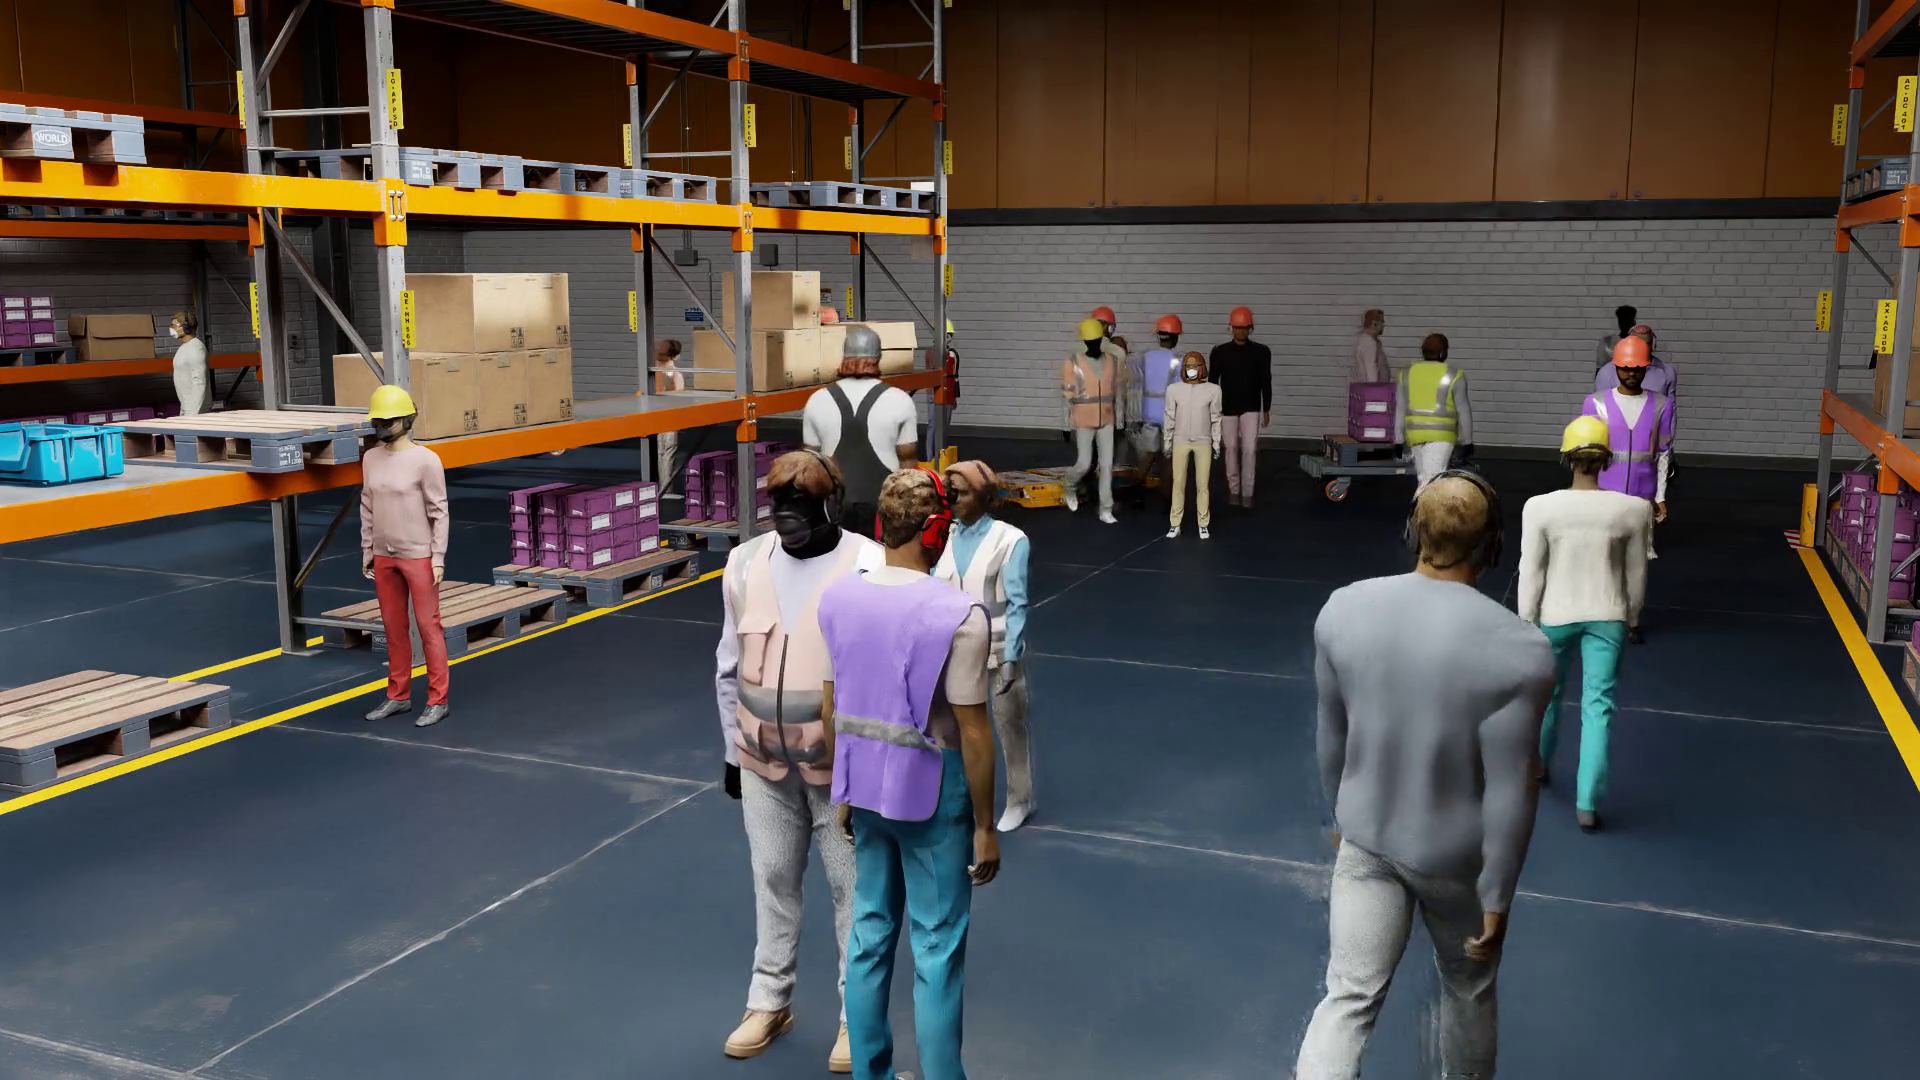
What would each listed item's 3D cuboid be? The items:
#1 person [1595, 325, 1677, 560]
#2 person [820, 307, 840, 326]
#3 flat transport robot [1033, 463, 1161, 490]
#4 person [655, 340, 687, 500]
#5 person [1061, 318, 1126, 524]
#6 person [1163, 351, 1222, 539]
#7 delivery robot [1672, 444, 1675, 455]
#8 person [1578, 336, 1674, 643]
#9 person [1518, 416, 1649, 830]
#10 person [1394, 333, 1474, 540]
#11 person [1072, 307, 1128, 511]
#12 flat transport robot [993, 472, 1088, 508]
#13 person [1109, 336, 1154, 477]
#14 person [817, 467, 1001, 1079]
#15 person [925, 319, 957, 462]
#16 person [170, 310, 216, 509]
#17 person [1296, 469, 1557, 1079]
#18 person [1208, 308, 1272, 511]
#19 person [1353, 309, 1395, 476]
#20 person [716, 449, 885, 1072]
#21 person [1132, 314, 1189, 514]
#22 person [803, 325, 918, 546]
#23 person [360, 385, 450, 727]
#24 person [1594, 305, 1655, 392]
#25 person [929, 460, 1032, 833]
[{"bbox_3d":[5.429,-0.779,13.398,0.636,1.900,0.403,1,9,4],"label":"person"},{"bbox_3d":[-1.427,-1.550,17.996,0.435,1.917,0.554,-1,9,-4],"label":"person"},{"bbox_3d":[1.353,-0.649,17.527,1.431,0.197,0.652,-6,11,-31],"label":"flat transport robot"},{"bbox_3d":[-2.963,-1.211,16.869,0.342,1.620,0.517,-8,12,-40],"label":"person"},{"bbox_3d":[1.224,-1.118,15.467,0.618,1.899,0.699,-3,10,-17],"label":"person"},{"bbox_3d":[2.018,-0.822,14.451,0.507,1.632,0.275,2,10,12],"label":"person"},{"bbox_3d":[7.450,-0.962,18.279,0.707,0.478,0.477,0,9,0],"label":"delivery robot"},{"bbox_3d":[4.152,-0.306,10.406,0.550,1.935,0.376,2,10,11],"label":"person"},{"bbox_3d":[2.689,0.326,7.235,0.535,1.724,0.903,2,10,15],"label":"person"},{"bbox_3d":[4.063,-0.878,14.340,0.630,1.799,0.972,9,13,44],"label":"person"},{"bbox_3d":[1.368,-1.269,16.143,0.656,1.966,0.479,7,12,37],"label":"person"},{"bbox_3d":[0.614,-0.524,16.765,0.652,0.197,1.431,-6,11,-31],"label":"flat transport robot"},{"bbox_3d":[1.826,-1.456,18.424,0.889,1.579,0.511,9,13,43],"label":"person"},{"bbox_3d":[-0.140,0.724,4.470,0.564,1.838,0.390,7,12,37],"label":"person"},{"bbox_3d":[-0.200,-1.647,19.067,0.335,1.763,0.528,-6,11,-34],"label":"person"},{"bbox_3d":[-7.455,-1.256,16.163,0.372,1.940,0.631,-6,11,-33],"label":"person"},{"bbox_3d":[1.101,0.768,4.082,0.630,1.895,1.027,7,12,35],"label":"person"},{"bbox_3d":[2.690,-1.258,16.119,0.640,1.947,0.977,2,10,11],"label":"person"},{"bbox_3d":[4.551,-1.646,18.657,0.722,1.887,0.655,2,10,10],"label":"person"},{"bbox_3d":[-0.439,0.648,4.919,0.625,1.843,0.430,3,10,19],"label":"person"},{"bbox_3d":[1.897,-1.172,15.709,0.566,1.920,0.609,7,11,35],"label":"person"},{"bbox_3d":[-0.577,-0.266,9.852,0.691,2.000,0.640,2,10,10],"label":"person"},{"bbox_3d":[-2.876,0.086,8.559,0.534,1.765,0.324,4,10,24],"label":"person"},{"bbox_3d":[7.399,-1.651,18.539,0.641,1.938,0.508,5,11,27],"label":"person"},{"bbox_3d":[0.051,0.473,6.733,0.514,1.593,0.865,5,11,27],"label":"person"}]
